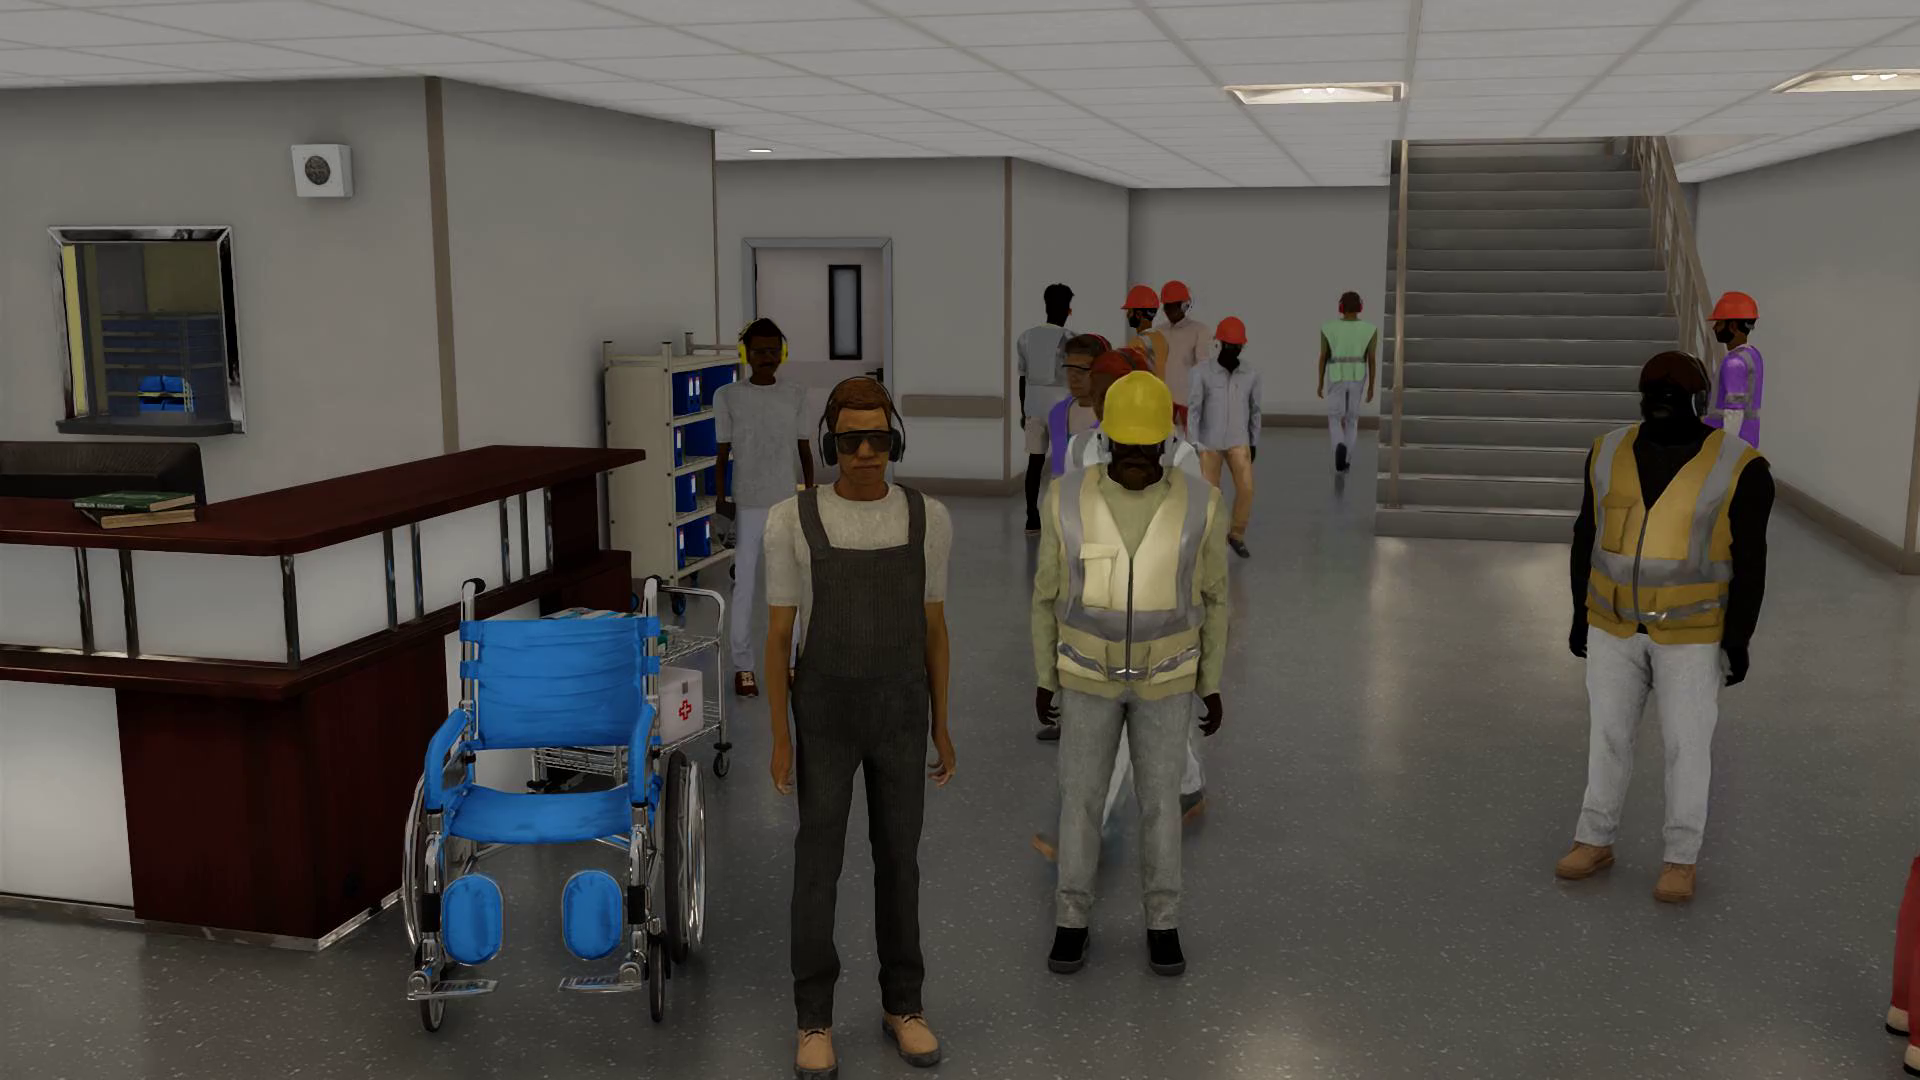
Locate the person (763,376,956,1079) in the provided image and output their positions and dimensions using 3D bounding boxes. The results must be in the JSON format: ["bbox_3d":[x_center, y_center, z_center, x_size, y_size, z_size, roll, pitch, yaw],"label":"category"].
[{"bbox_3d":[-0.256,0.493,4.379,0.506,1.846,0.344,-3,10,-18],"label":"person"}]

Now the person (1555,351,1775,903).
[{"bbox_3d":[2.350,0.288,5.605,0.624,1.845,0.430,9,13,42],"label":"person"}]

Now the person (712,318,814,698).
[{"bbox_3d":[-0.950,-0.154,8.158,0.508,1.862,0.326,-3,10,-17],"label":"person"}]

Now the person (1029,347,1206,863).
[{"bbox_3d":[0.601,0.225,6.001,1.019,1.826,0.582,-8,13,-40],"label":"person"}]

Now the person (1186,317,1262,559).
[{"bbox_3d":[1.864,-0.702,11.746,0.581,1.736,0.422,-1,10,-8],"label":"person"}]

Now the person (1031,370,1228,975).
[{"bbox_3d":[0.505,0.403,4.985,0.588,1.823,0.403,1,10,5],"label":"person"}]

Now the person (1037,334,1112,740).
[{"bbox_3d":[0.576,0.022,7.212,0.403,1.827,0.588,-6,12,-33],"label":"person"}]

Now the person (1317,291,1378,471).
[{"bbox_3d":[3.891,-1.588,16.719,0.574,1.826,0.766,1,10,7],"label":"person"}]

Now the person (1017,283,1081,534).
[{"bbox_3d":[0.719,-0.996,12.838,0.610,1.954,0.387,7,12,36],"label":"person"}]

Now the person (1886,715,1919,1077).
[{"bbox_3d":[2.690,0.542,4.336,0.331,1.765,0.533,4,10,22],"label":"person"}]

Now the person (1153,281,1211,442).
[{"bbox_3d":[1.917,-1.249,14.328,0.615,1.962,0.953,7,12,34],"label":"person"}]

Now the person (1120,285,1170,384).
[{"bbox_3d":[1.371,-0.952,12.619,0.354,1.939,0.545,5,11,27],"label":"person"}]

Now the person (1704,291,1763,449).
[{"bbox_3d":[4.789,-0.575,10.400,0.356,1.937,0.552,6,12,33],"label":"person"}]
